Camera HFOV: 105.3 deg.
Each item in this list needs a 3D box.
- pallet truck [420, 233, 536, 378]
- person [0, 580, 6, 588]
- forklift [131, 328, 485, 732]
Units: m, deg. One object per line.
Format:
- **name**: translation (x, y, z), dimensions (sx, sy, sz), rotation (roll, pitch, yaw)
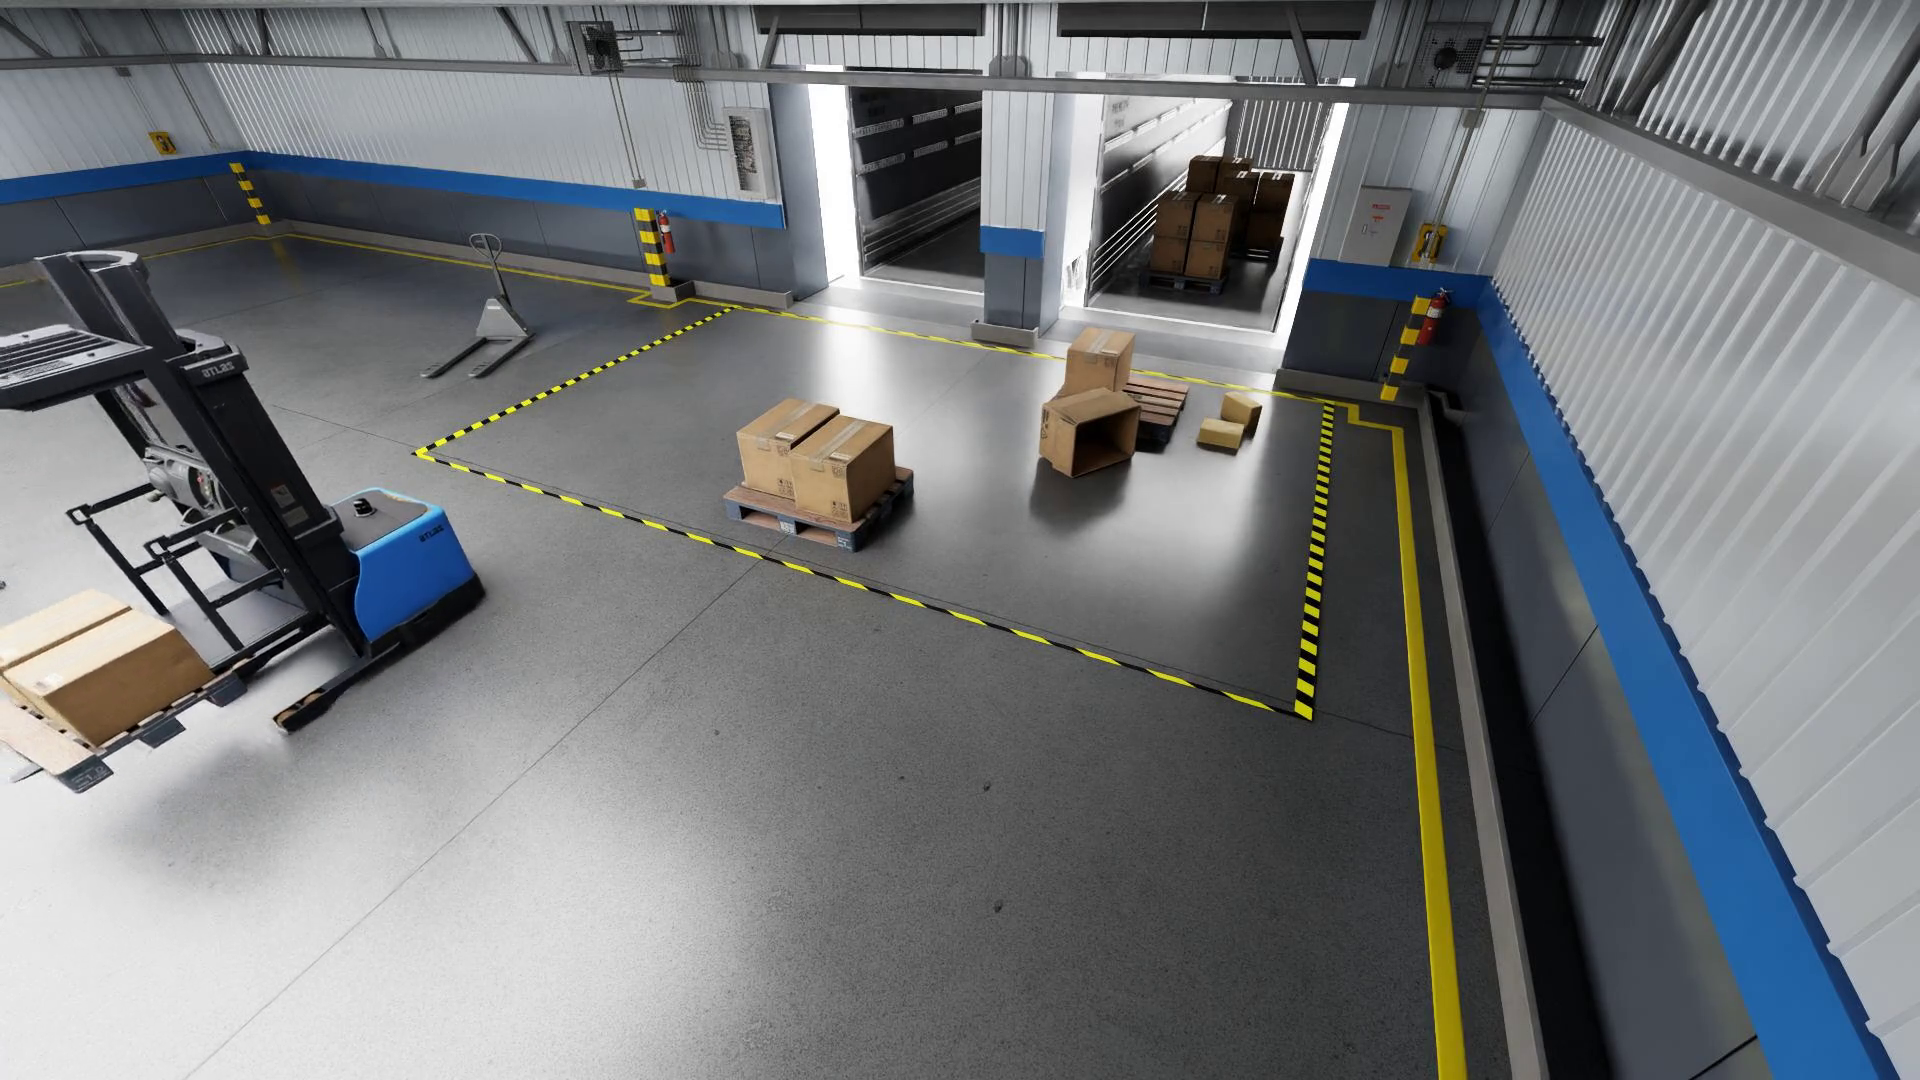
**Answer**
- **pallet truck**: translation (-5.664, -2.712, 8.427), dimensions (0.680, 1.201, 1.601), rotation (0, 35, -1)
- **person**: translation (-6.980, -0.385, 4.550), dimensions (0.388, 1.947, 0.604), rotation (14, 38, 19)
- **forklift**: translation (-3.766, -0.263, 4.299), dimensions (0.716, 2.013, 0.776), rotation (14, 38, 19)
